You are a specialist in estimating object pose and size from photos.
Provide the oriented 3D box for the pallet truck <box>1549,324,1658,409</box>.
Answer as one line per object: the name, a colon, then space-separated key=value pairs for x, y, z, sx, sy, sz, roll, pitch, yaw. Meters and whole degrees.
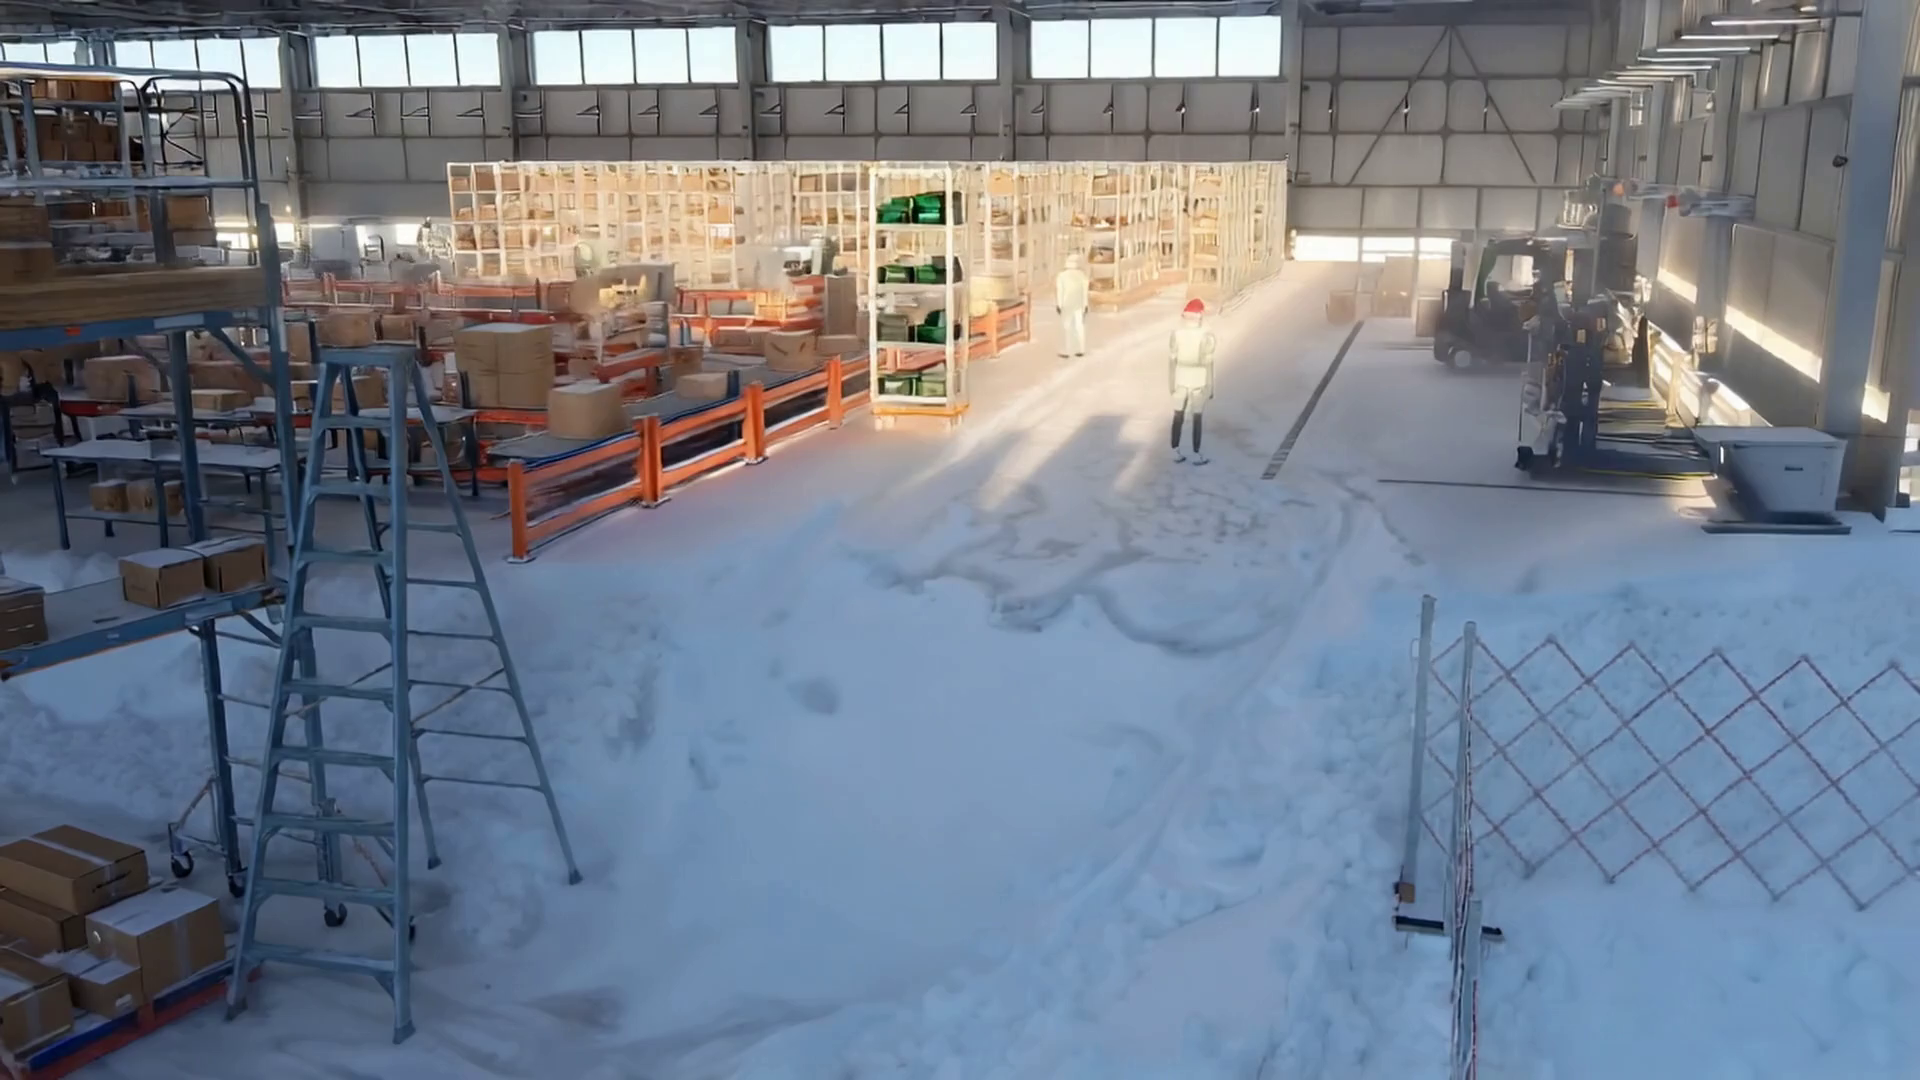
pallet truck: x=9.824 y=-2.669 z=25.407 sx=1.601 sy=1.201 sz=0.680 roll=4 pitch=14 yaw=16

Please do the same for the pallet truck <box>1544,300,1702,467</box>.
pallet truck: x=8.263 y=-1.952 z=20.631 sx=1.885 sy=1.965 sz=0.823 roll=5 pitch=14 yaw=20

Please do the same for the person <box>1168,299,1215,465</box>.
person: x=2.857 y=-1.947 z=20.538 sx=0.608 sy=2.034 sz=0.406 roll=8 pitch=15 yaw=31

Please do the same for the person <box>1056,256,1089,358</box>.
person: x=2.103 y=-4.397 z=31.402 sx=0.639 sy=1.904 sz=0.410 roll=-5 pitch=14 yaw=-20

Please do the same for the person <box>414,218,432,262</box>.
person: x=-16.921 y=-9.245 z=52.519 sx=0.404 sy=1.826 sz=0.591 roll=9 pitch=16 yaw=34

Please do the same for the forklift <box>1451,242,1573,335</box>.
forklift: x=10.464 y=-4.597 z=31.405 sx=2.680 sy=1.987 sz=1.157 roll=4 pitch=14 yaw=16

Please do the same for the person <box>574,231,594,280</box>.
person: x=-9.417 y=-6.721 z=41.422 sx=0.979 sy=1.899 sz=0.606 roll=10 pitch=16 yaw=36

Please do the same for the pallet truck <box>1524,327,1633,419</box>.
pallet truck: x=9.065 y=-2.460 z=24.370 sx=1.522 sy=1.261 sz=0.704 roll=3 pitch=13 yaw=14

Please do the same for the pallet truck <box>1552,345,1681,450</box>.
pallet truck: x=8.641 y=-1.896 z=21.908 sx=1.630 sy=1.274 sz=0.653 roll=4 pitch=14 yaw=16

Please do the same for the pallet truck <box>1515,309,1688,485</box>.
pallet truck: x=7.554 y=-1.677 z=19.446 sx=1.885 sy=1.965 sz=0.823 roll=3 pitch=13 yaw=14

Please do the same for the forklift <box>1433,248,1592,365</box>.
forklift: x=9.780 y=-4.111 z=29.280 sx=2.680 sy=1.987 sz=1.157 roll=3 pitch=13 yaw=14

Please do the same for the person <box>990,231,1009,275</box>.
person: x=1.125 y=-8.435 z=49.072 sx=0.994 sy=1.799 sz=0.579 roll=11 pitch=17 yaw=39

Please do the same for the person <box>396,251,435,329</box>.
person: x=-12.039 y=-5.481 z=36.467 sx=0.905 sy=1.724 sz=0.533 roll=1 pitch=13 yaw=5
